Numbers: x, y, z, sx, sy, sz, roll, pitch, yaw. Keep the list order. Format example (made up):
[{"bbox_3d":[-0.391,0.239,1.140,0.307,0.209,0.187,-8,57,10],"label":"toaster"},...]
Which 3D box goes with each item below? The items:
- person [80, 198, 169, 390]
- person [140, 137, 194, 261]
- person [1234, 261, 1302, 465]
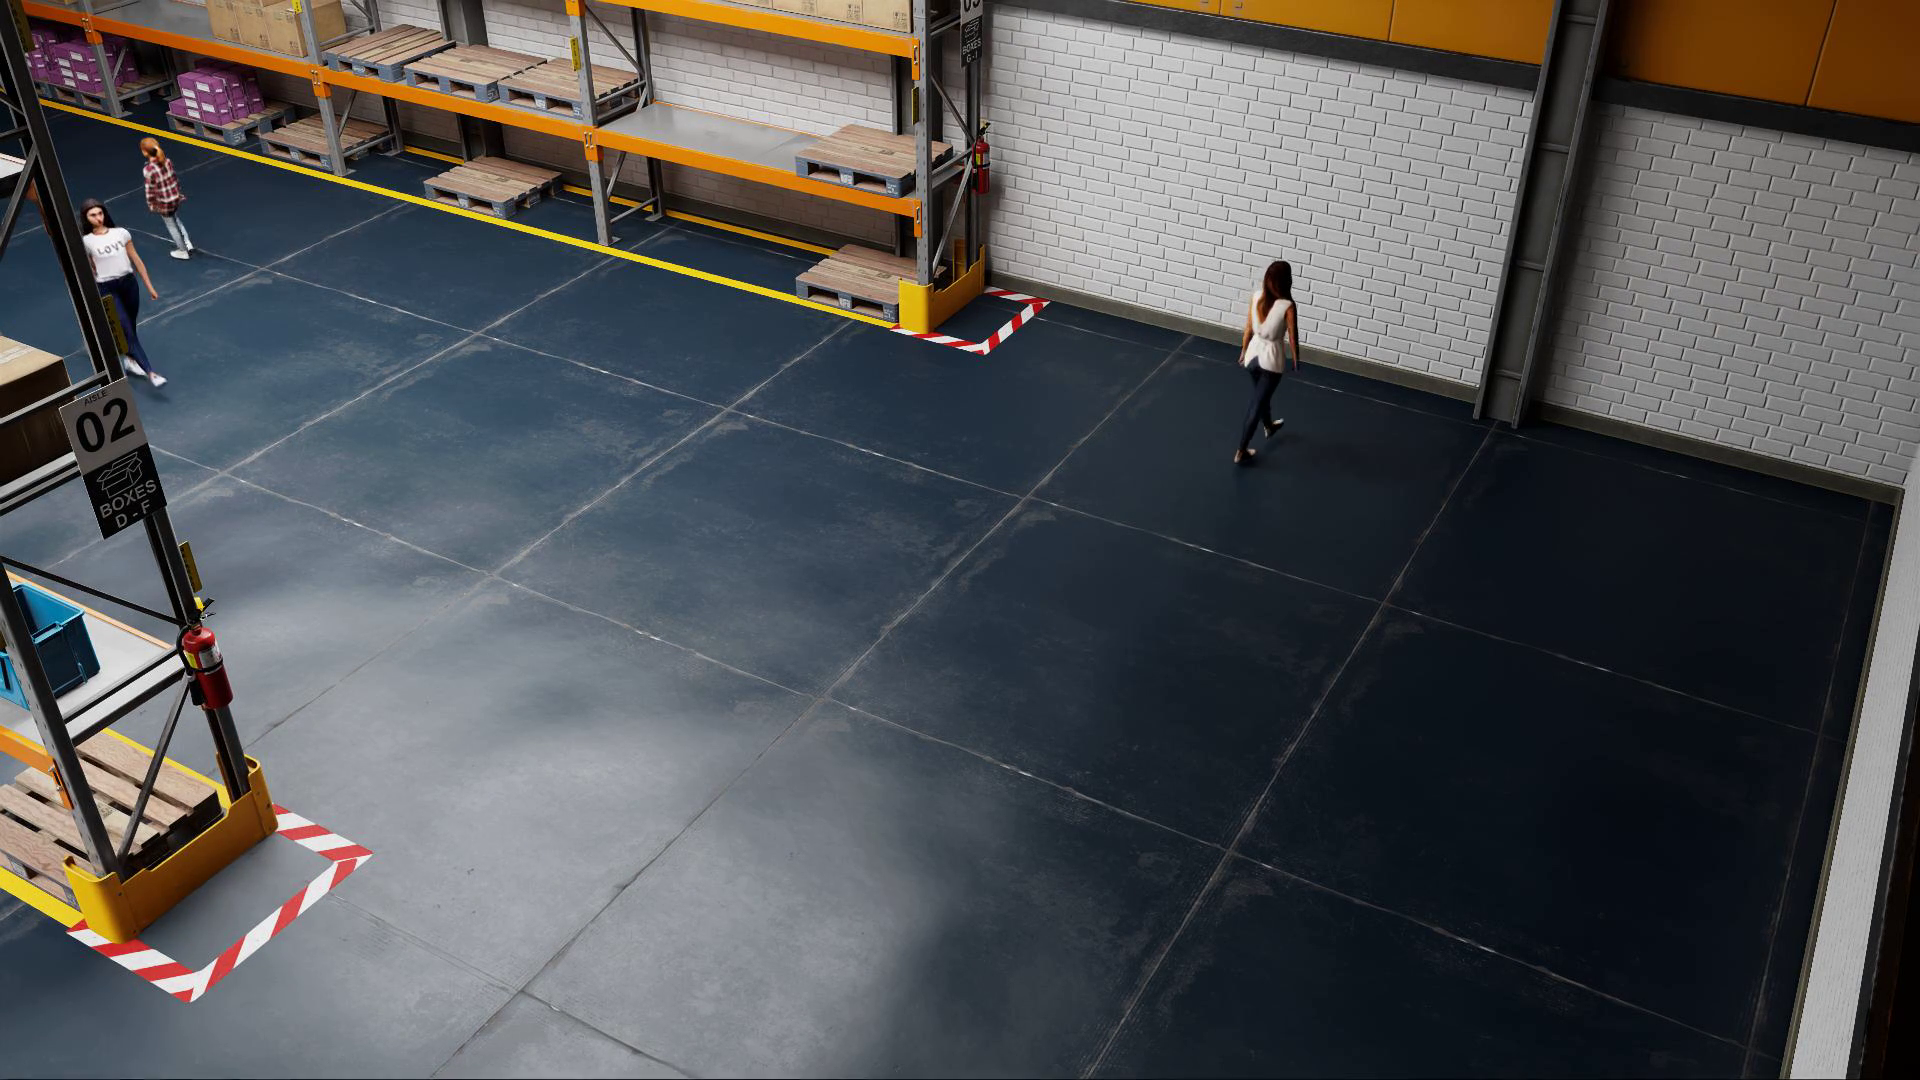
[{"bbox_3d":[-7.521,-2.212,14.814,1.141,1.739,0.745,24,41,32],"label":"person"},{"bbox_3d":[-8.146,-3.515,17.173,0.525,1.296,0.551,15,36,21],"label":"person"},{"bbox_3d":[2.437,-1.407,13.588,0.982,1.755,0.826,28,43,36],"label":"person"}]
